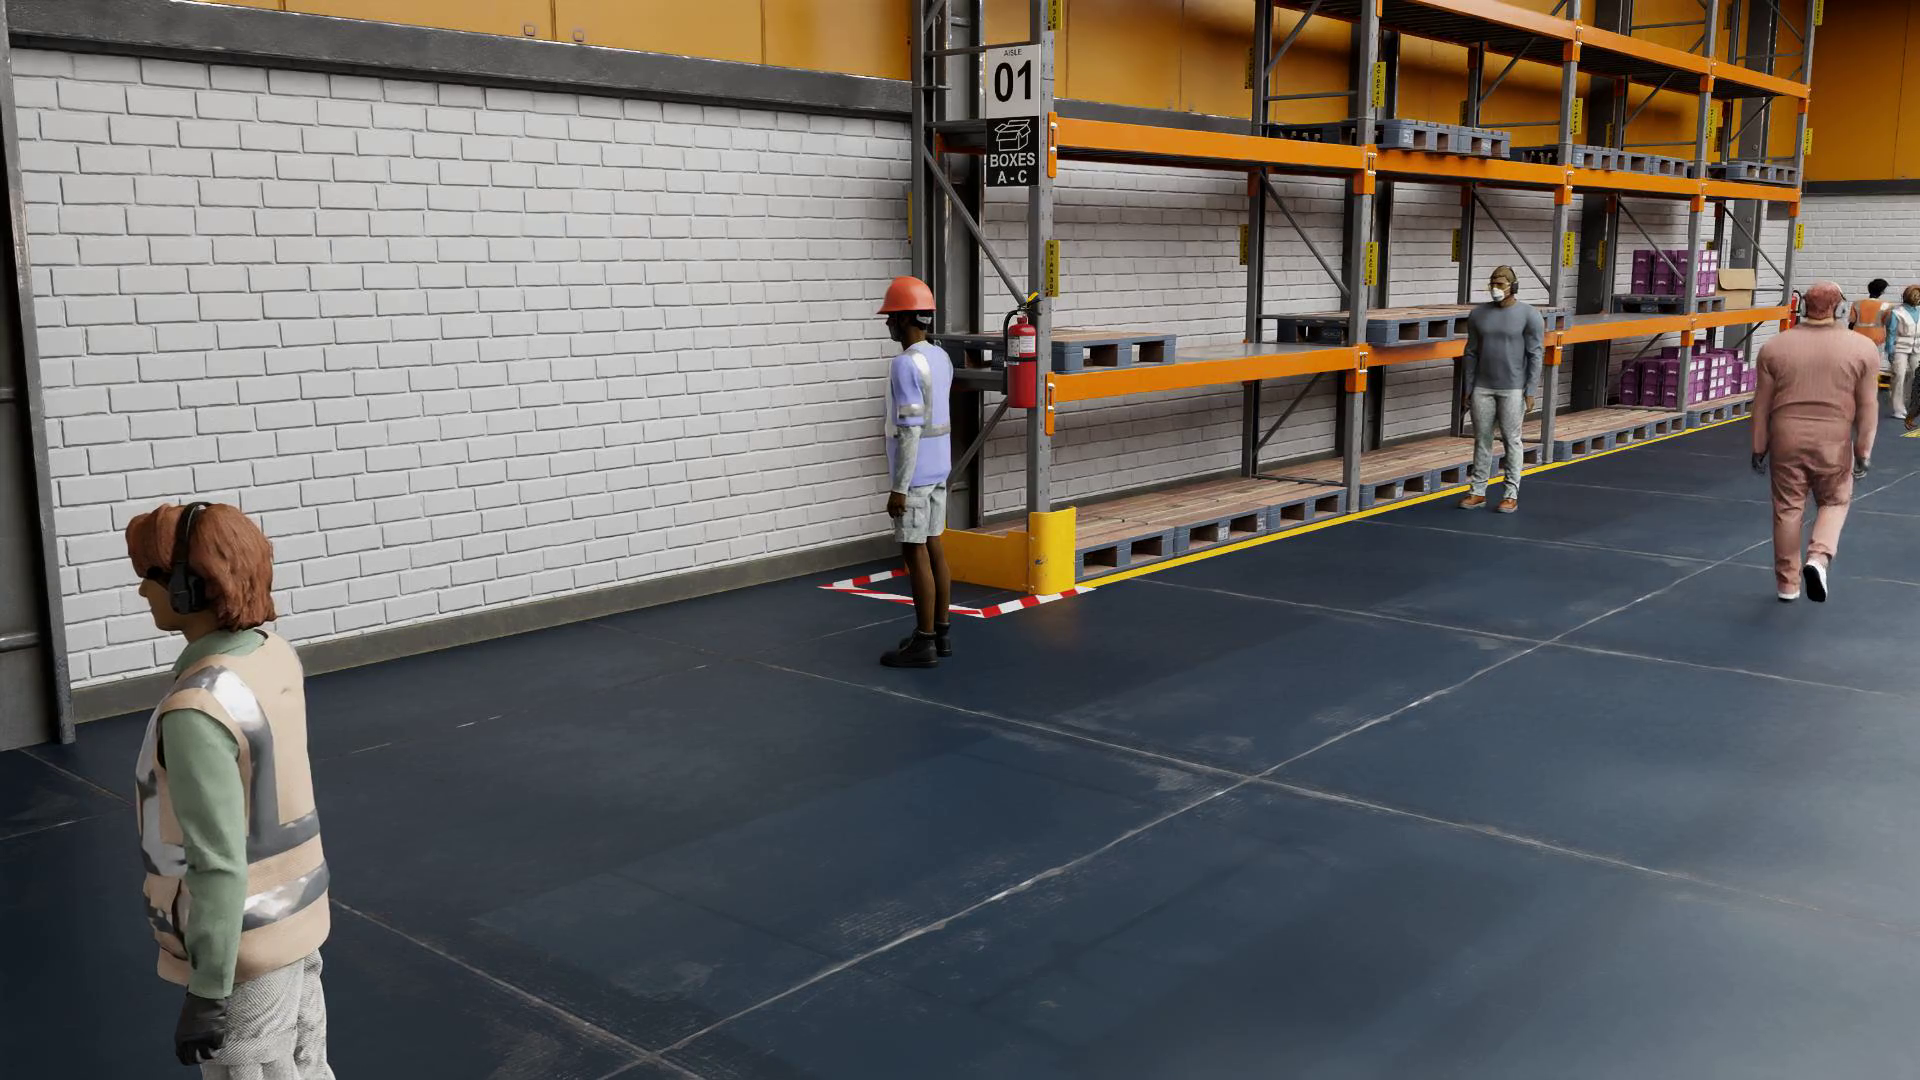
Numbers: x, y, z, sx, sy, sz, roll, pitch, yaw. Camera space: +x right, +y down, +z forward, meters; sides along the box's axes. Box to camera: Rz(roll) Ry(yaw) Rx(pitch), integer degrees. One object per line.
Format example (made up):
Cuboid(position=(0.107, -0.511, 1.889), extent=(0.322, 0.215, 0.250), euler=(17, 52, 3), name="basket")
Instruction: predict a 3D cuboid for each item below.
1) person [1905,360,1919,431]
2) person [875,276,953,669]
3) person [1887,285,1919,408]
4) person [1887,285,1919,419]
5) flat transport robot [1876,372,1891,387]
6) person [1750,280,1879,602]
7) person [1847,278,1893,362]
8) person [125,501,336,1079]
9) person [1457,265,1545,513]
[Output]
Cuboid(position=(7.205, -0.944, 11.972), extent=(1.018, 1.871, 0.595), euler=(-8, 13, -40), name="person")
Cuboid(position=(-0.240, -0.330, 8.257), extent=(0.375, 1.935, 0.551), euler=(4, 11, 19), name="person")
Cuboid(position=(12.188, -2.463, 21.363), extent=(0.520, 1.605, 0.762), euler=(3, 10, 16), name="person")
Cuboid(position=(11.524, -2.282, 20.241), extent=(0.534, 1.626, 0.384), euler=(0, 10, -2), name="person")
Cuboid(position=(13.543, -2.450, 25.065), extent=(0.652, 0.197, 1.431), euler=(3, 10, 14), name="flat transport robot")
Cuboid(position=(4.924, -0.551, 9.633), extent=(0.666, 1.892, 0.492), euler=(6, 12, 32), name="person")
Cuboid(position=(12.160, -2.659, 22.245), extent=(0.547, 1.681, 0.377), euler=(10, 14, 44), name="person")
Cuboid(position=(-1.295, 0.740, 3.012), extent=(0.310, 1.638, 0.522), euler=(-2, 10, -9), name="person")
Cuboid(position=(4.259, -1.183, 13.108), extent=(0.628, 1.939, 0.374), euler=(9, 14, 43), name="person")
